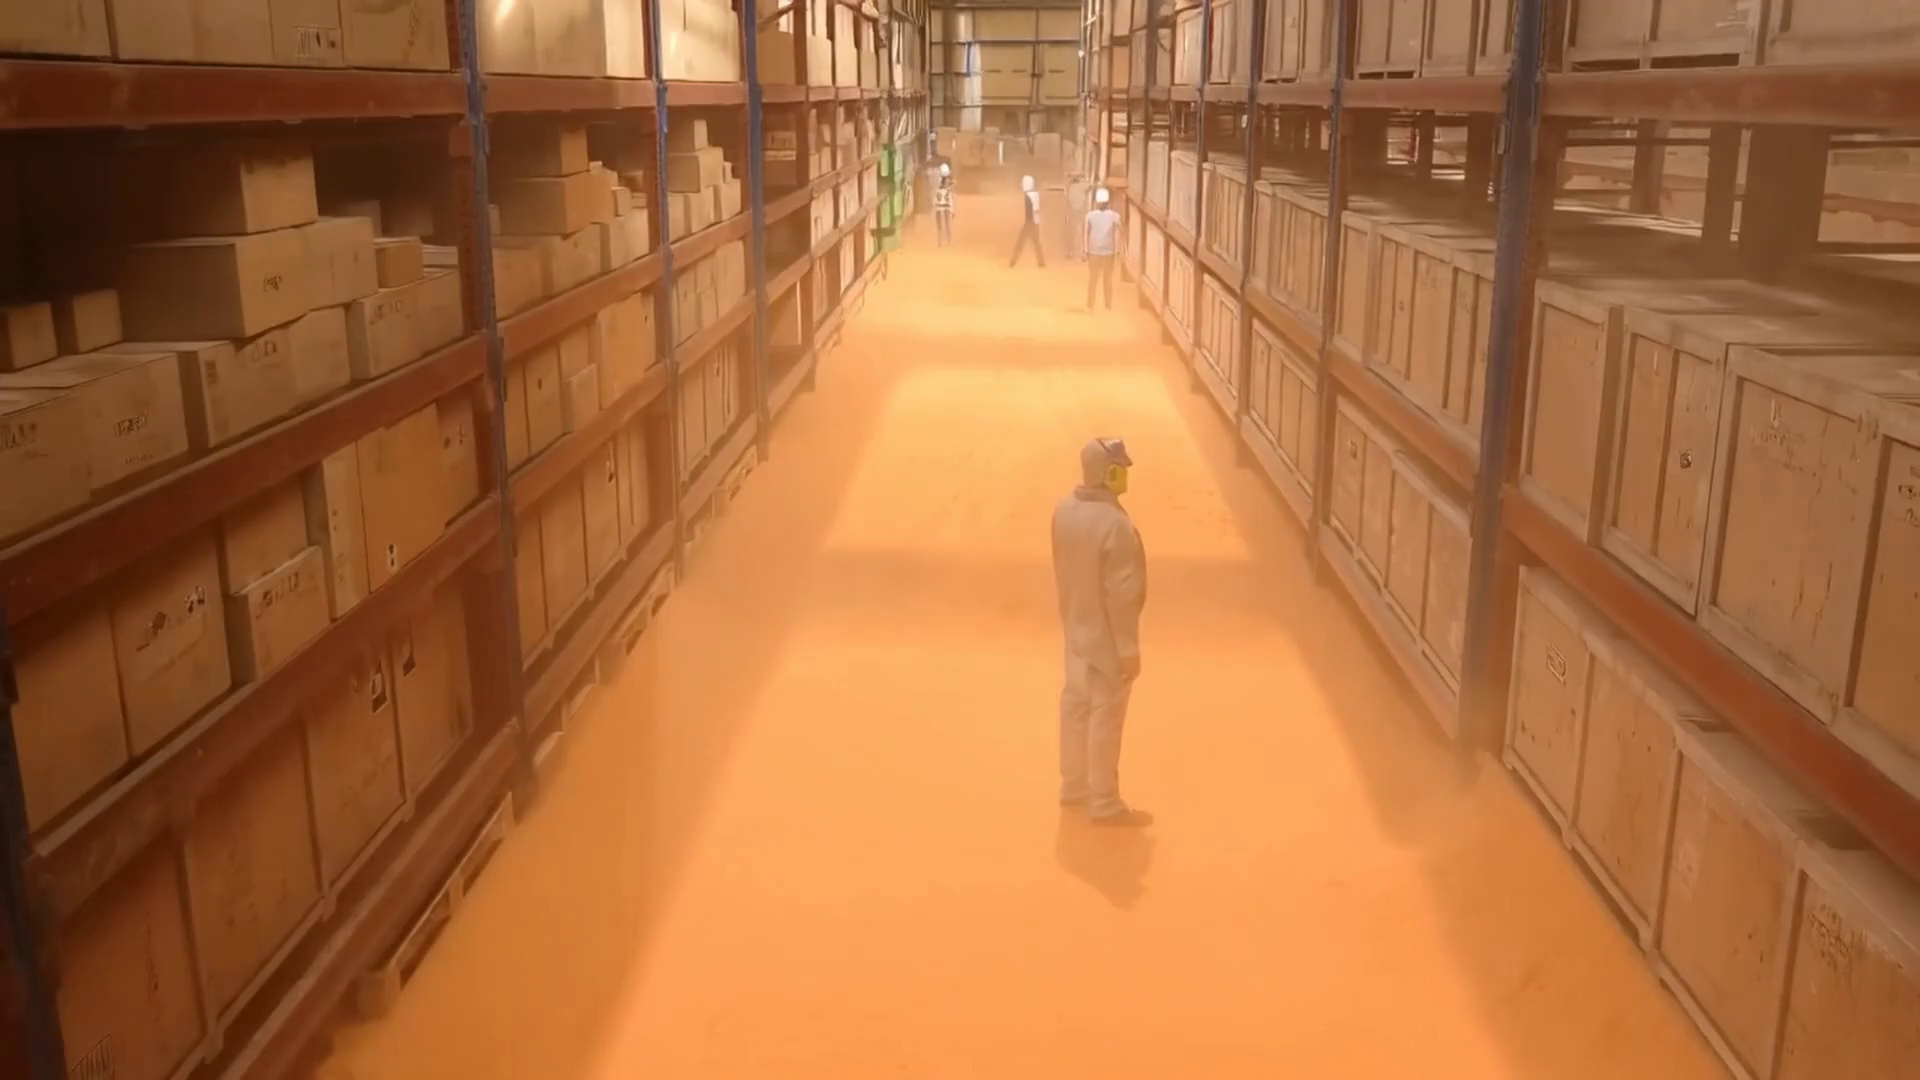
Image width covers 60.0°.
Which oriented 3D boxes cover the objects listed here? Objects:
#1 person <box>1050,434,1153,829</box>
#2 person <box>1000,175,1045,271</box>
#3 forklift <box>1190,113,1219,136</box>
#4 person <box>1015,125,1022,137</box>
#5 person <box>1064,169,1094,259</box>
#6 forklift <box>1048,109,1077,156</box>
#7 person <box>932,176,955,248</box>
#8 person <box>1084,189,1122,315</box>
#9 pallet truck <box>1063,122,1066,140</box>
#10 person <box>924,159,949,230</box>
[{"bbox_3d":[0.695,0.437,8.006,0.408,1.913,0.638,-7,17,-24],"label":"person"},{"bbox_3d":[1.278,-6.299,33.119,0.968,1.874,0.624,4,15,14],"label":"person"},{"bbox_3d":[8.080,-12.772,55.312,1.129,2.768,1.873,0,15,2],"label":"forklift"},{"bbox_3d":[2.935,-19.768,83.128,0.371,1.940,0.627,-1,15,-4],"label":"person"},{"bbox_3d":[2.518,-6.960,35.536,0.653,1.906,0.405,7,17,26],"label":"person"},{"bbox_3d":[4.117,-17.046,71.215,1.873,2.768,1.129,-7,16,-23],"label":"forklift"},{"bbox_3d":[-0.371,-7.546,38.247,0.534,1.622,0.611,3,15,10],"label":"person"},{"bbox_3d":[2.272,-4.591,26.553,0.612,1.994,0.395,3,15,12],"label":"person"},{"bbox_3d":[5.788,-21.111,88.014,1.885,1.965,0.823,5,16,18],"label":"pallet truck"},{"bbox_3d":[-0.606,-8.919,42.972,0.642,1.827,0.454,1,15,5],"label":"person"}]
